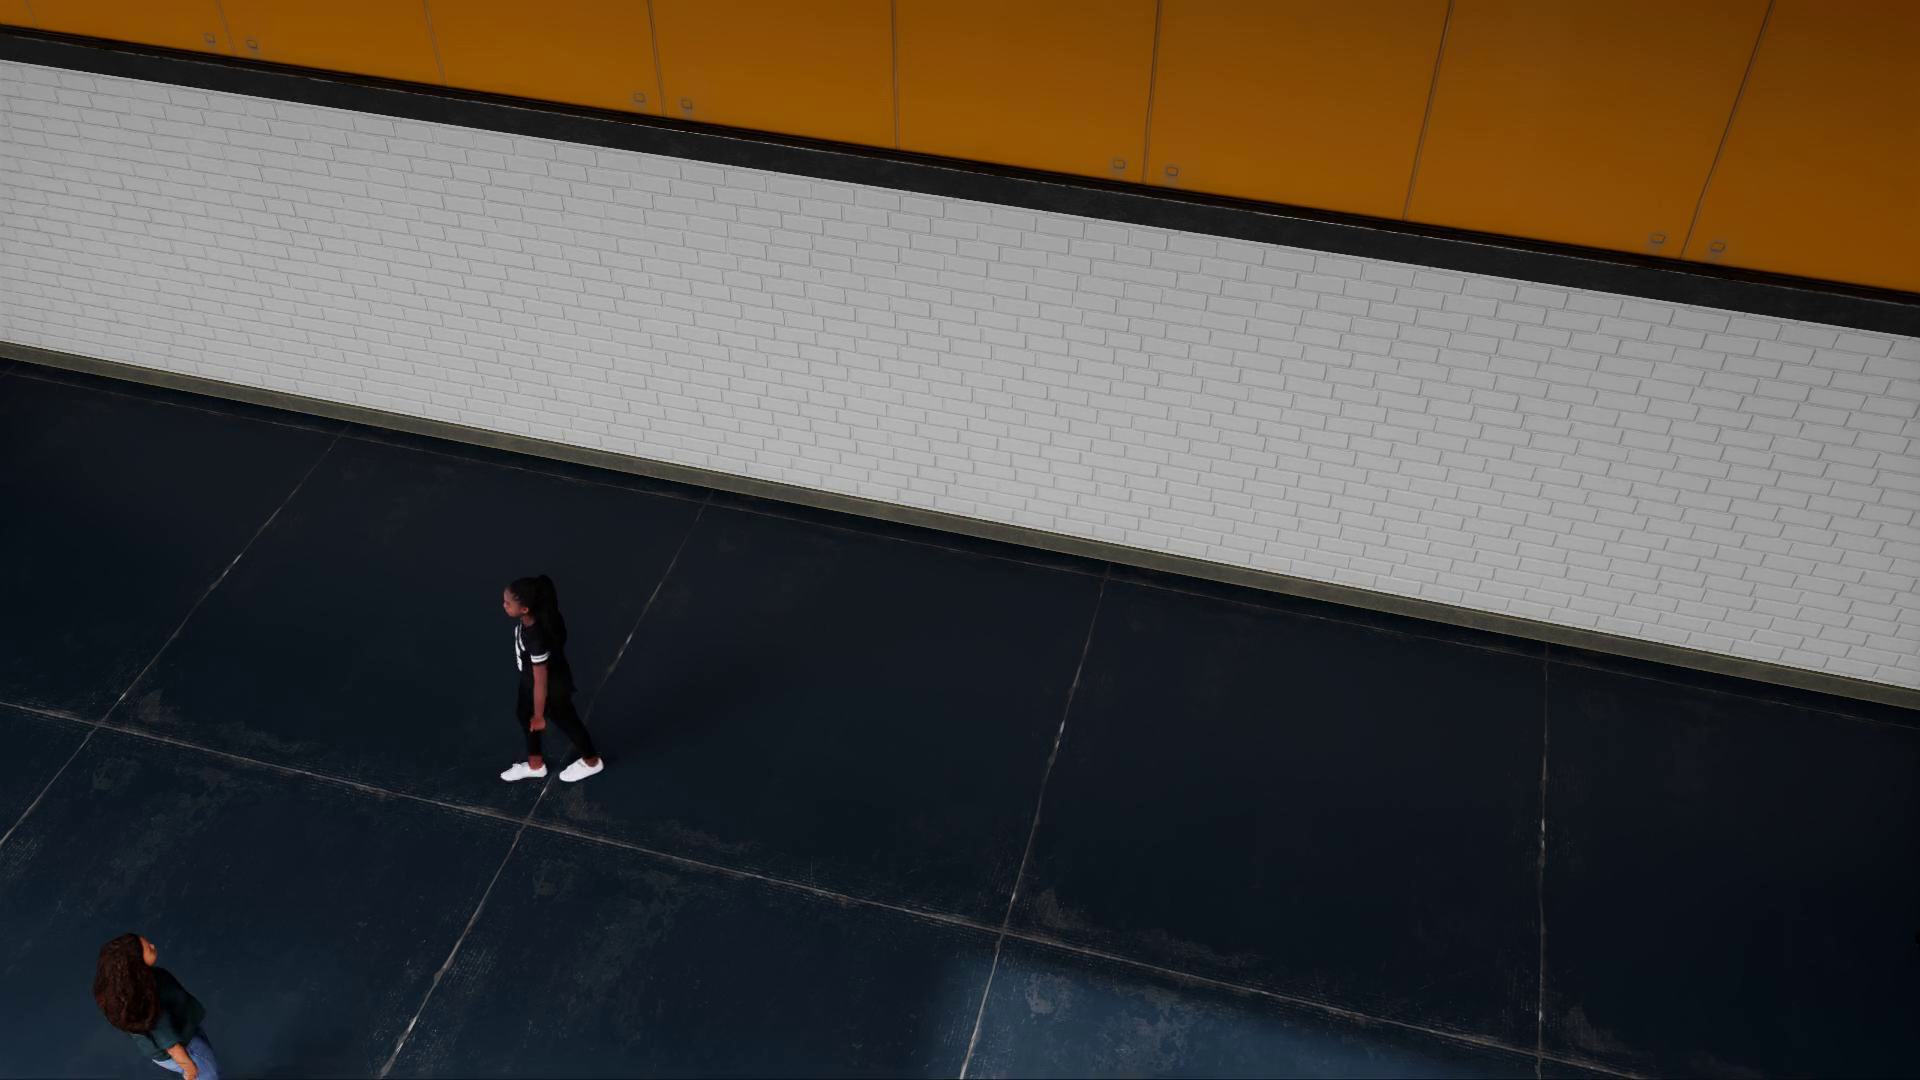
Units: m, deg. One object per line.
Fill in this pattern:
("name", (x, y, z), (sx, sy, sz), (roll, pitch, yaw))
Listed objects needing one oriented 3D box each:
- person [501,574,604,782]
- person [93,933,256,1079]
("person", (-2.351, 0.838, 9.831), (0.948, 1.715, 0.915), (-16, 46, -16))
("person", (-3.936, 2.504, 8.163), (0.809, 1.603, 0.951), (31, 52, 28))
